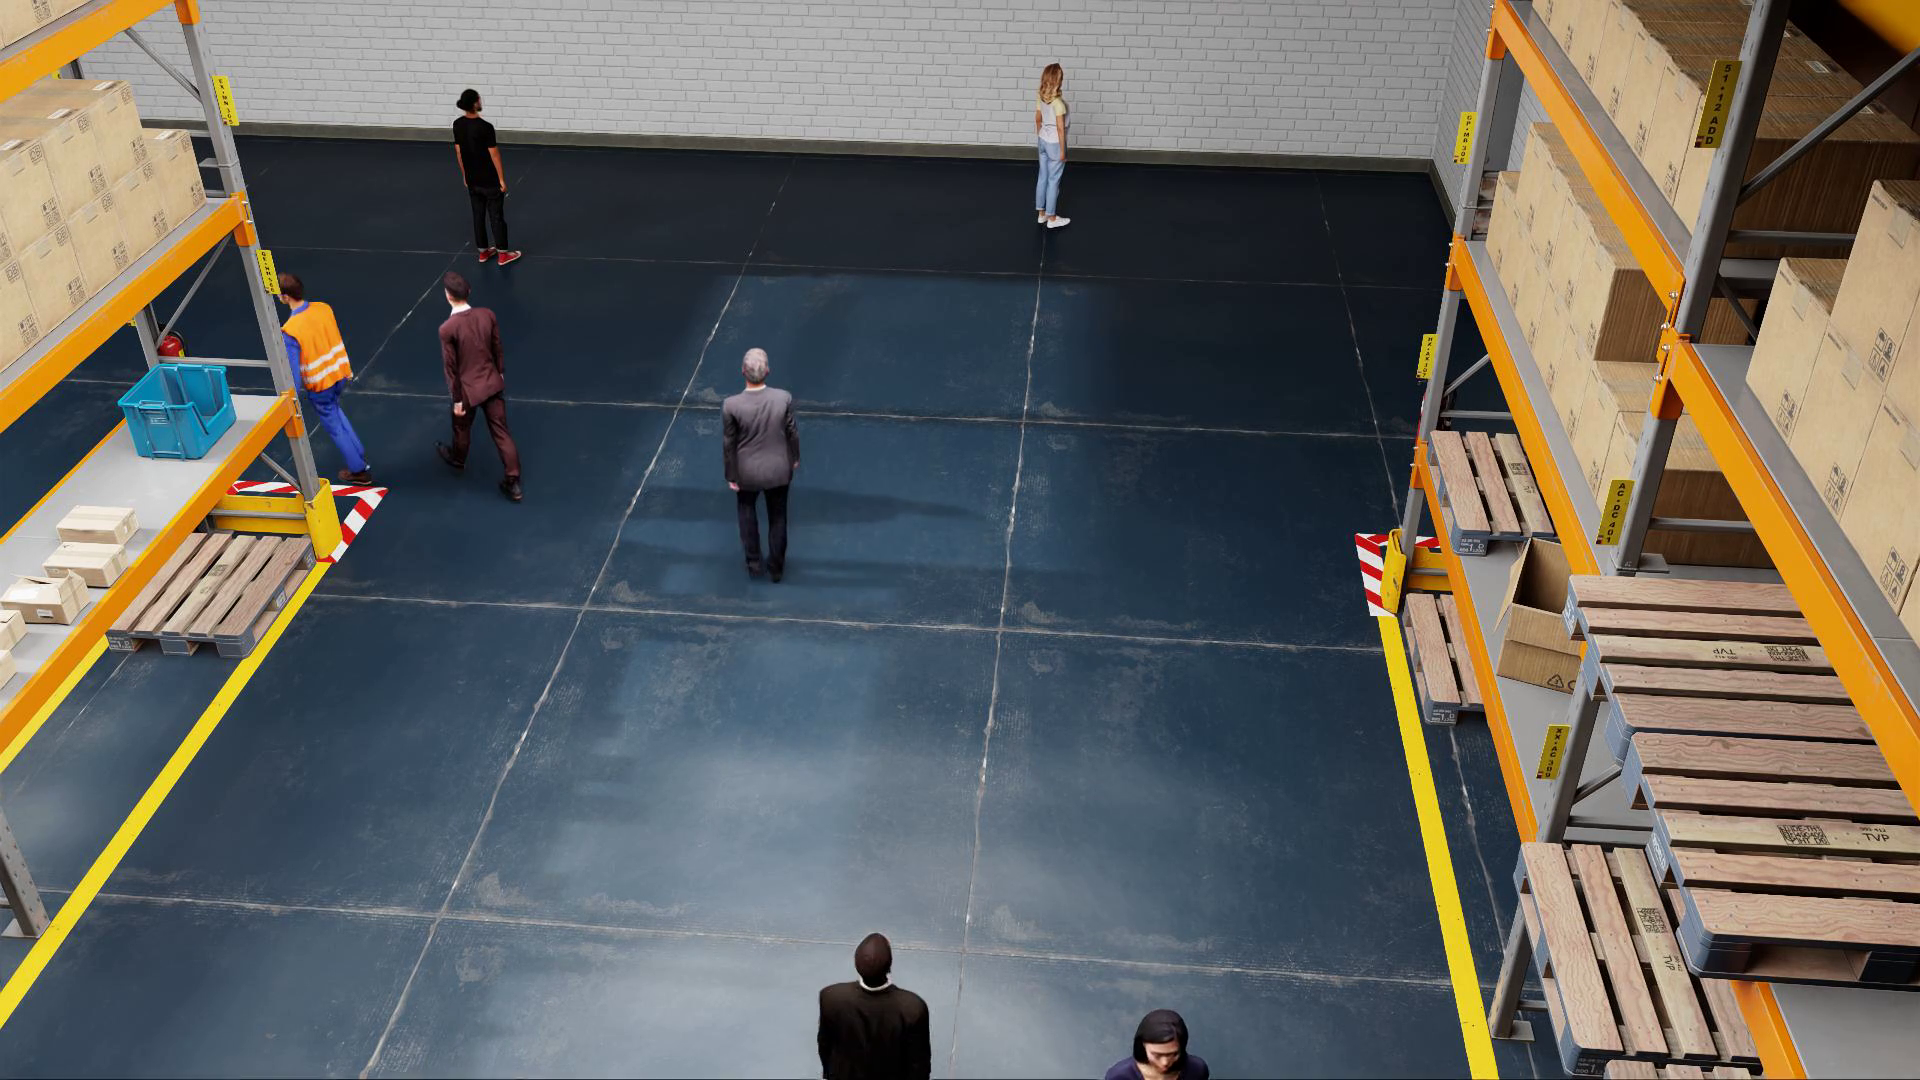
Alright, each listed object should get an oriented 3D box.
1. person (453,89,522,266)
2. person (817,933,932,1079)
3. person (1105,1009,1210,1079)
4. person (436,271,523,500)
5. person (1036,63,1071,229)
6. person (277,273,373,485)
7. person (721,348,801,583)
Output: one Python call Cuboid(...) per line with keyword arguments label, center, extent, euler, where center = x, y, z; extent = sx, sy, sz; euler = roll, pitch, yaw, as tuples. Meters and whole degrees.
Cuboid(label="person", center=(-4.749, -3.609, 16.548), extent=(0.682, 1.756, 0.625), euler=(12, 35, 17))
Cuboid(label="person", center=(-0.389, 2.495, 7.367), extent=(0.674, 1.753, 1.153), euler=(4, 34, 6))
Cuboid(label="person", center=(0.813, 2.602, 7.260), extent=(0.717, 1.695, 1.117), euler=(-1, 34, -2))
Cuboid(label="person", center=(-3.650, -1.128, 12.757), extent=(1.228, 1.821, 1.216), euler=(28, 43, 35))
Cuboid(label="person", center=(0.953, -4.111, 17.334), extent=(0.771, 1.723, 0.688), euler=(-20, 39, -27))
Cuboid(label="person", center=(-4.841, -1.187, 12.834), extent=(0.850, 1.834, 0.714), euler=(14, 36, 20))
Cuboid(label="person", center=(-1.382, -0.472, 11.766), extent=(0.784, 1.825, 0.738), euler=(-6, 34, -8))
